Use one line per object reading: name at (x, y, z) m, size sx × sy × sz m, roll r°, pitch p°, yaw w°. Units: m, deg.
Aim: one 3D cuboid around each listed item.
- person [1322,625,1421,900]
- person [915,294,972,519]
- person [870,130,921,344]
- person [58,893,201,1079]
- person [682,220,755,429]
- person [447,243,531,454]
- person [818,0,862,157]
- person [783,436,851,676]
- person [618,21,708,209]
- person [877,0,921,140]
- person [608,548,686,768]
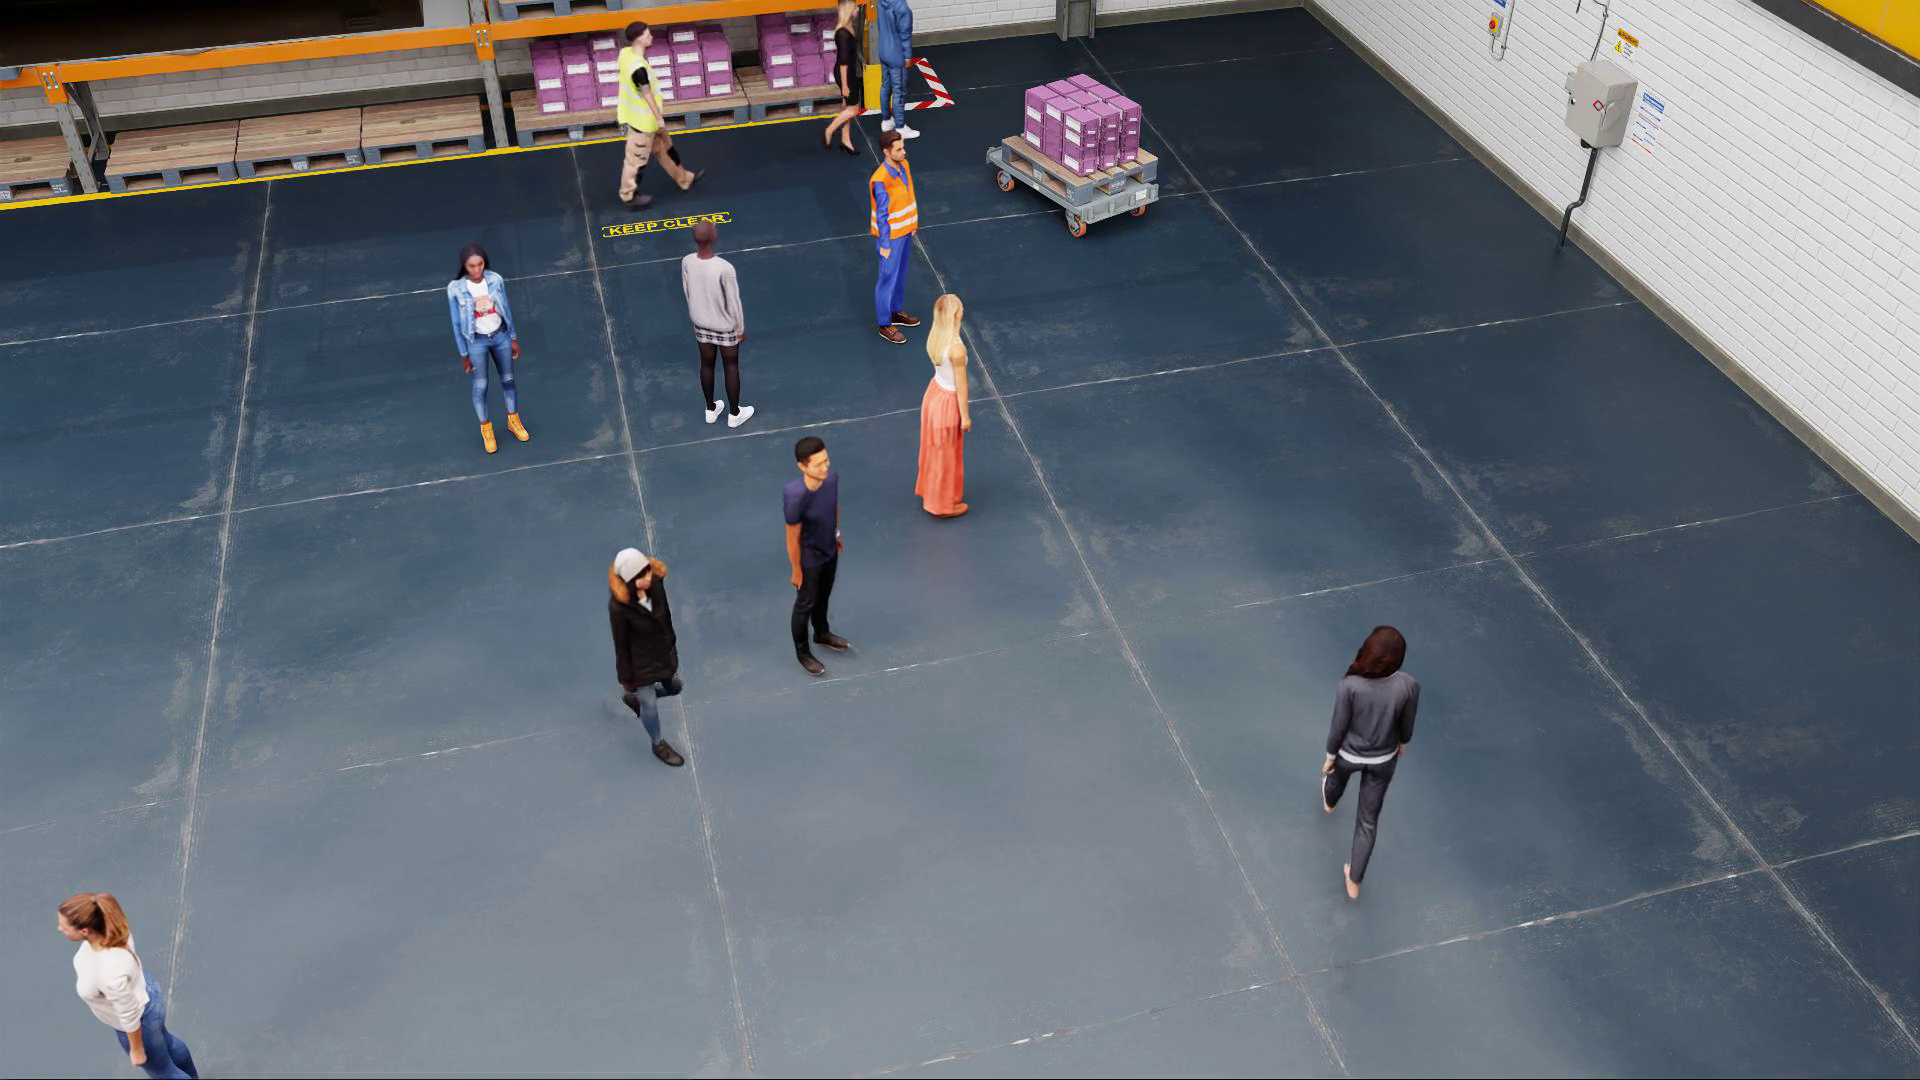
person at (2.263, 1.254, 9.248) m, size 1.150 × 1.715 × 0.959 m, roll 3°, pitch 39°, yaw 4°
person at (-0.109, -0.957, 11.949) m, size 0.602 × 1.801 × 0.640 m, roll -13°, pitch 41°, yaw -16°
person at (-0.549, -2.563, 13.909) m, size 0.827 × 1.863 × 0.797 m, roll 15°, pitch 41°, yaw 18°
person at (-3.937, 2.269, 7.974) m, size 0.574 × 1.719 × 0.641 m, roll -16°, pitch 41°, yaw -19°
person at (-1.897, -1.673, 12.868) m, size 0.668 × 1.772 × 0.762 m, roll 13°, pitch 41°, yaw 16°
person at (-3.608, -1.490, 12.684) m, size 0.559 × 1.715 × 0.722 m, roll -22°, pitch 44°, yaw -25°
person at (-1.214, -4.612, 16.634) m, size 0.781 × 1.665 × 0.699 m, roll -1°, pitch 39°, yaw -1°
person at (-0.939, 0.064, 10.678) m, size 0.769 × 1.790 × 0.698 m, roll 22°, pitch 43°, yaw 25°
person at (-3.056, -3.972, 15.733) m, size 1.178 × 1.789 × 0.813 m, roll -14°, pitch 41°, yaw -17°
person at (-0.665, -5.019, 17.030) m, size 0.669 × 1.806 × 0.734 m, roll -22°, pitch 44°, yaw -25°
person at (-1.948, 0.669, 10.052) m, size 0.911 × 1.627 × 0.863 m, roll 24°, pitch 44°, yaw 27°
